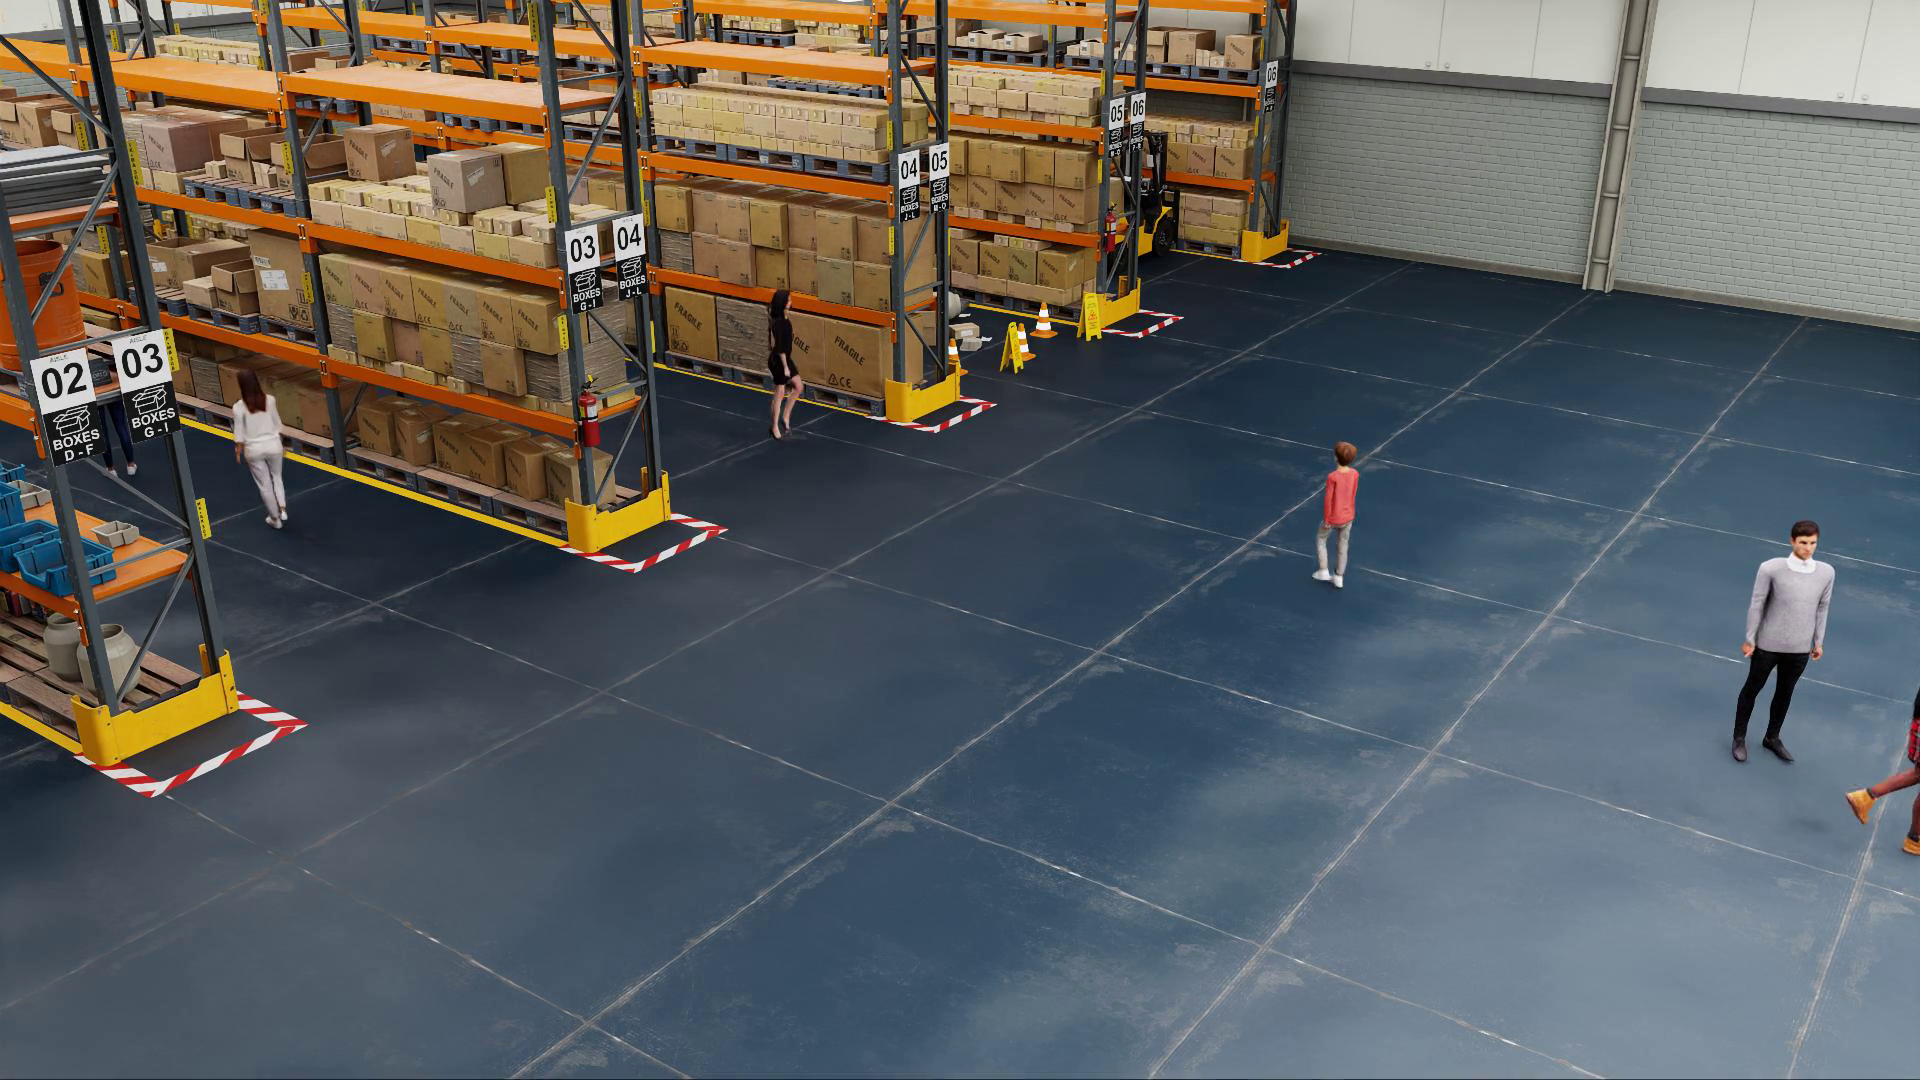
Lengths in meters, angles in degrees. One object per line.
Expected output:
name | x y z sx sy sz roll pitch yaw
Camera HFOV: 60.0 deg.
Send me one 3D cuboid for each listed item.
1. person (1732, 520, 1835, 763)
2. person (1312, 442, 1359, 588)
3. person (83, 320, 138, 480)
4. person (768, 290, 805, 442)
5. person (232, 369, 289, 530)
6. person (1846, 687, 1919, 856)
person | 6.212 0.746 12.564 0.779 1.923 0.899 1 23 3
person | 3.560 -0.210 15.475 0.632 1.404 0.686 -7 24 -15
person | -9.330 -1.536 18.122 0.652 1.774 0.624 -16 28 -32
person | -2.149 -2.007 19.214 0.745 1.787 0.715 5 24 11
person | -6.989 -0.899 16.740 0.679 1.682 0.631 -20 30 -39
person | 6.544 1.371 11.363 0.964 1.713 0.734 9 25 20
